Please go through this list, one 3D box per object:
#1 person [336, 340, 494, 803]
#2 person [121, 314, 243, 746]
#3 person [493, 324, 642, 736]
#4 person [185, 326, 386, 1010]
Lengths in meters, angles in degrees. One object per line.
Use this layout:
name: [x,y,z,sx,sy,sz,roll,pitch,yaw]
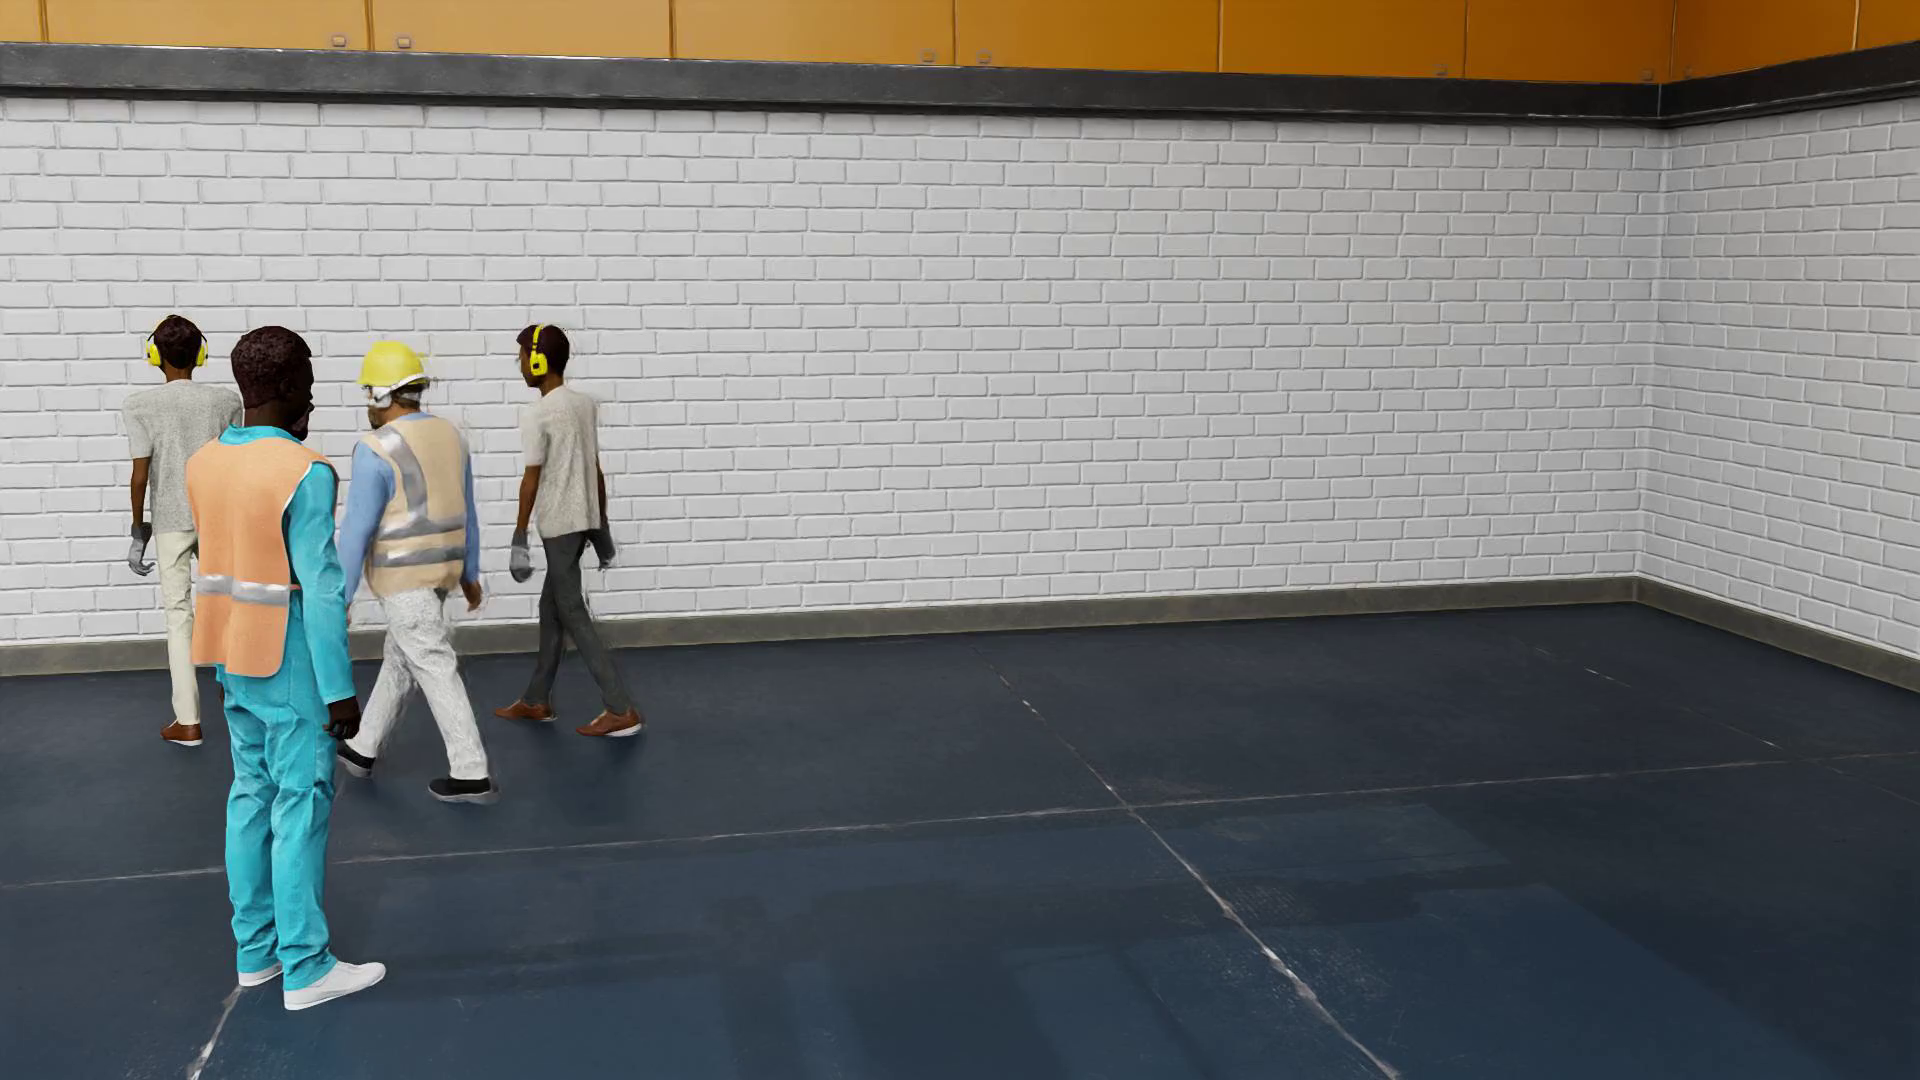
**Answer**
person: [-2.215,0.126,6.470,0.912,1.781,0.623,3,10,17]
person: [-3.352,-0.041,7.250,0.535,1.868,0.309,-8,12,-41]
person: [-1.783,-0.022,7.369,0.812,1.837,0.551,3,10,17]
person: [-1.926,0.361,4.681,0.587,1.911,0.397,7,11,35]
